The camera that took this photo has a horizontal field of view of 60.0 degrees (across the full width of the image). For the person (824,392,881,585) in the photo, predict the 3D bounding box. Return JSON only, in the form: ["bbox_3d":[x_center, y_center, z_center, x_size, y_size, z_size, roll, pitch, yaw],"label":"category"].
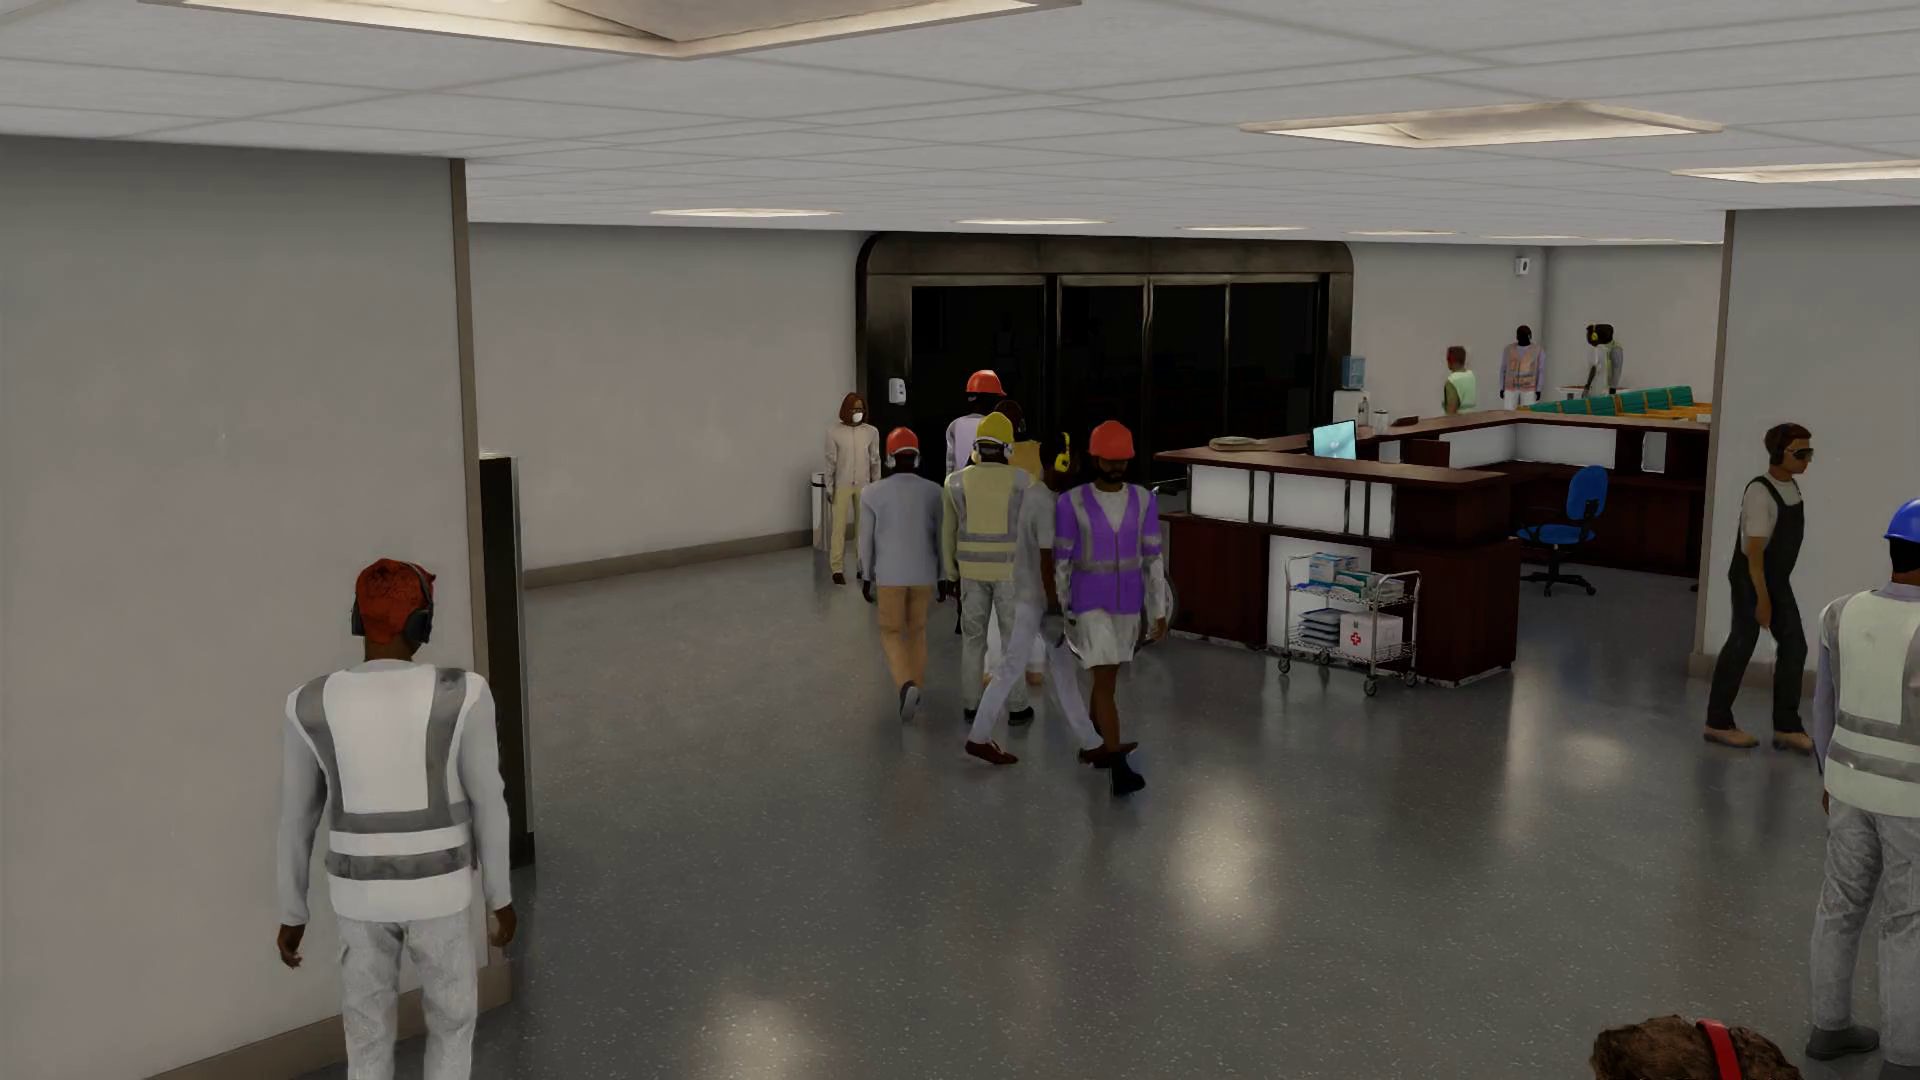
[{"bbox_3d":[-0.904,-0.433,14.051,0.504,1.627,0.285,-4,10,-24],"label":"person"}]

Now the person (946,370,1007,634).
[{"bbox_3d":[0.154,-0.262,12.038,0.547,1.934,0.375,8,12,40],"label":"person"}]

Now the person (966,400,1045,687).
[{"bbox_3d":[0.307,0.034,10.524,0.624,1.841,0.430,-4,10,-21],"label":"person"}]

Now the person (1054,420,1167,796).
[{"bbox_3d":[0.792,0.331,8.546,0.565,1.882,0.975,-3,10,-16],"label":"person"}]

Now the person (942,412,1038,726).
[{"bbox_3d":[0.195,0.172,9.687,0.592,1.832,0.404,2,9,12],"label":"person"}]

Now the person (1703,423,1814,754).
[{"bbox_3d":[4.453,0.277,9.042,0.564,1.824,0.749,-8,12,-40],"label":"person"}]

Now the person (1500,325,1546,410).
[{"bbox_3d":[8.167,-2.201,24.218,0.626,1.844,0.429,5,11,29],"label":"person"}]

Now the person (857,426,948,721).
[{"bbox_3d":[-0.312,0.196,9.889,0.563,1.728,0.694,-3,10,-18],"label":"person"}]

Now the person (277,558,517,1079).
[{"bbox_3d":[-1.559,0.983,4.609,0.633,1.871,0.394,-1,9,-4],"label":"person"}]

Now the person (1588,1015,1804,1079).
[{"bbox_3d":[0.877,1.435,1.937,0.376,1.836,0.564,2,10,14],"label":"person"}]

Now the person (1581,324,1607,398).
[{"bbox_3d":[9.338,-2.232,24.404,0.466,1.849,0.497,4,10,22],"label":"person"}]

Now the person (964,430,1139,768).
[{"bbox_3d":[0.461,0.329,8.798,0.960,1.806,0.569,1,9,4],"label":"person"}]

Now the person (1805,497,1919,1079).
[{"bbox_3d":[3.042,0.820,5.394,0.402,1.938,0.603,-3,10,-18],"label":"person"}]
